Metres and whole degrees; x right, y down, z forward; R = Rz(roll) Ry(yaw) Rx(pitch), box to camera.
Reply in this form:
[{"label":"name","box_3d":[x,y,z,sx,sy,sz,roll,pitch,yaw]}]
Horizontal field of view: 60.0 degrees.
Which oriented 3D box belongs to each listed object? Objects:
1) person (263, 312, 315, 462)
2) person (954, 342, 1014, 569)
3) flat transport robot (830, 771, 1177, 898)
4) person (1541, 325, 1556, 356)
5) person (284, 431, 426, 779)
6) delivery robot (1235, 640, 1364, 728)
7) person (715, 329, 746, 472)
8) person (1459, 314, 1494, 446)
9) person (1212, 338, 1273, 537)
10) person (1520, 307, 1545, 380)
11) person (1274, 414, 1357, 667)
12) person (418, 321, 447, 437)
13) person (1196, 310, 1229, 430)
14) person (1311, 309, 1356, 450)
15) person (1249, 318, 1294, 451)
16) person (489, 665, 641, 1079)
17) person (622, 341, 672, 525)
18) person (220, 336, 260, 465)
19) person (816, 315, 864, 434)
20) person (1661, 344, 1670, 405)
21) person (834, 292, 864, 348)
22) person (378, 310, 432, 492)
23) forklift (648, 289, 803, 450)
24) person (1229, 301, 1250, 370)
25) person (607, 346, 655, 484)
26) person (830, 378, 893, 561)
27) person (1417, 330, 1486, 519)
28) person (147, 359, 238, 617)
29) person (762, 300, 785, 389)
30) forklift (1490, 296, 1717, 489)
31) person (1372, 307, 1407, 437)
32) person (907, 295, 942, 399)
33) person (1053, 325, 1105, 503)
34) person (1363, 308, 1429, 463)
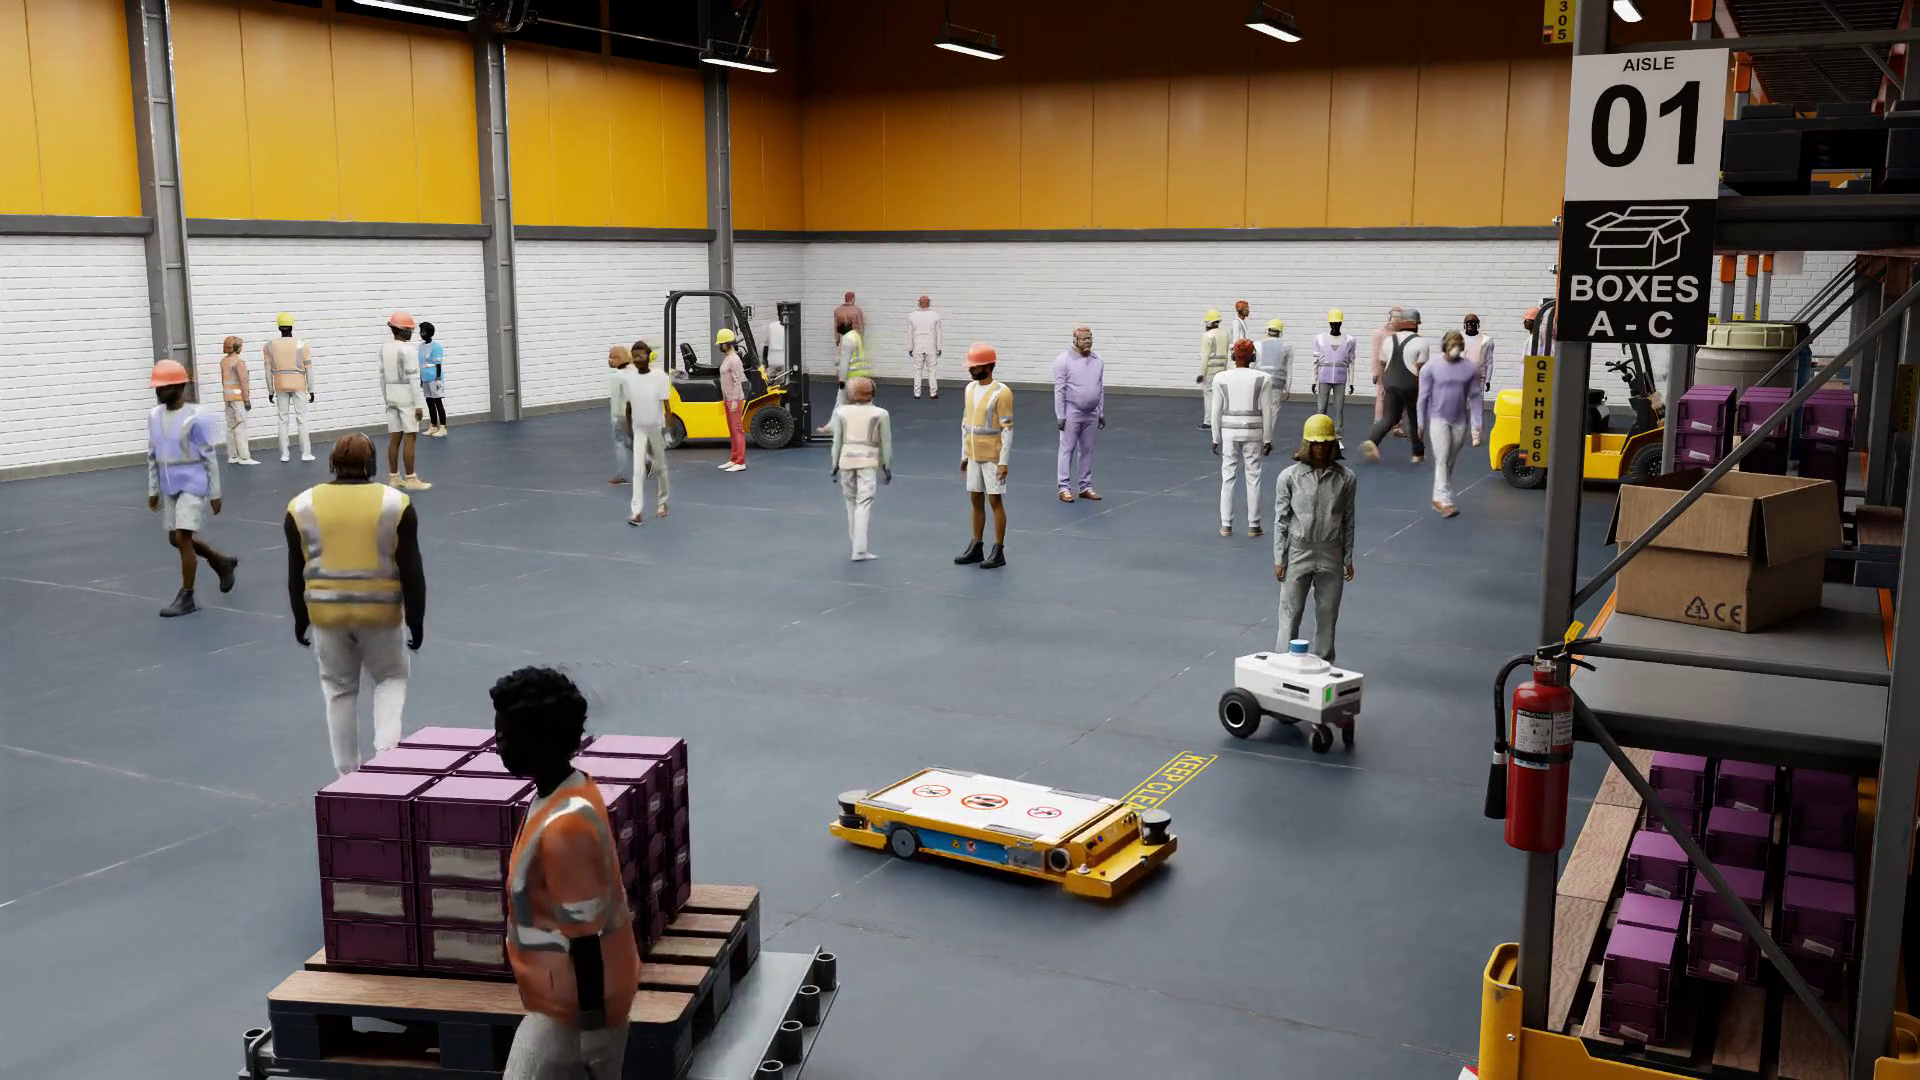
[{"label":"person","box_3d":[-8.612,-1.958,21.387,0.587,1.930,0.362,-2,10,-13]},{"label":"person","box_3d":[0.200,-0.720,14.219,0.375,1.931,0.542,-9,13,-43]},{"label":"flat transport robot","box_3d":[0.185,1.276,7.461,1.431,0.197,0.652,6,11,31]},{"label":"person","box_3d":[7.297,-1.730,20.370,0.790,1.813,0.614,1,10,8]},{"label":"person","box_3d":[-2.955,0.379,8.170,0.649,1.824,0.459,-2,10,-12]},{"label":"delivery robot","box_3d":[1.862,0.794,9.159,0.477,0.478,0.707,-8,13,-39]},{"label":"person","box_3d":[-2.834,-1.720,20.510,0.334,1.759,0.523,-4,10,-20]},{"label":"person","box_3d":[7.117,-2.237,23.260,0.626,1.844,0.429,3,10,19]},{"label":"person","box_3d":[2.674,-0.966,15.783,0.572,1.883,0.356,3,10,15]},{"label":"person","box_3d":[7.905,-2.252,23.066,0.357,1.937,0.550,4,10,19]},{"label":"person","box_3d":[2.118,0.116,9.917,0.492,1.742,0.320,-1,10,-3]},{"label":"person","box_3d":[-7.740,-2.349,24.343,0.536,1.691,0.320,9,13,42]},{"label":"person","box_3d":[3.820,-2.572,25.252,0.628,1.826,0.404,-10,14,-44]},{"label":"person","box_3d":[5.104,-2.193,22.753,0.585,1.929,0.370,2,10,9]},{"label":"person","box_3d":[4.243,-2.119,22.709,0.600,1.797,0.544,3,10,18]},{"label":"person","box_3d":[-1.063,1.143,4.160,0.640,1.670,0.548,-2,10,-13]},{"label":"person","box_3d":[-3.108,-1.078,16.641,0.533,1.819,0.982,1,10,4]},{"label":"person","box_3d":[-9.174,-1.763,21.096,0.513,1.640,0.307,7,12,36]},{"label":"person","box_3d":[-1.606,-2.408,24.424,0.988,1.789,0.641,1,10,4]},{"label":"person","box_3d":[10.823,-2.521,24.817,1.051,1.878,0.641,-3,10,-15]},{"label":"person","box_3d":[-2.212,-4.054,33.596,0.650,1.904,0.401,4,11,23]},{"label":"person","box_3d":[-6.269,-1.566,18.788,0.614,2.040,0.390,7,12,35]},{"label":"forklift","box_3d":[-3.358,-2.392,23.136,2.313,2.155,1.214,-1,10,-5]},{"label":"person","box_3d":[4.722,-3.091,28.082,0.354,1.883,0.572,3,10,18]},{"label":"person","box_3d":[-3.844,-1.444,19.300,0.503,1.614,0.516,4,11,21]},{"label":"person","box_3d":[-0.859,-0.631,14.713,0.536,1.585,0.724,3,10,16]},{"label":"person","box_3d":[5.011,-1.169,16.895,0.654,1.892,0.969,-1,10,-6]},{"label":"person","box_3d":[-5.775,-0.416,12.511,0.557,1.911,0.773,4,11,22]},{"label":"person","box_3d":[-2.772,-2.766,26.000,0.643,1.946,0.427,2,10,14]},{"label":"forklift","box_3d":[7.296,-1.677,18.993,2.313,2.155,1.214,5,11,27]},{"label":"person","box_3d":[6.333,-2.444,24.273,0.654,1.904,0.406,-1,10,-8]},{"label":"person","box_3d":[-0.641,-3.548,30.647,0.641,1.913,0.407,1,10,6]},{"label":"person","box_3d":[1.318,-1.368,18.034,0.641,1.910,0.401,-6,11,-31]},{"label":"person","box_3d":[5.626,-1.985,21.222,0.891,2.000,0.711,-8,13,-40]}]
